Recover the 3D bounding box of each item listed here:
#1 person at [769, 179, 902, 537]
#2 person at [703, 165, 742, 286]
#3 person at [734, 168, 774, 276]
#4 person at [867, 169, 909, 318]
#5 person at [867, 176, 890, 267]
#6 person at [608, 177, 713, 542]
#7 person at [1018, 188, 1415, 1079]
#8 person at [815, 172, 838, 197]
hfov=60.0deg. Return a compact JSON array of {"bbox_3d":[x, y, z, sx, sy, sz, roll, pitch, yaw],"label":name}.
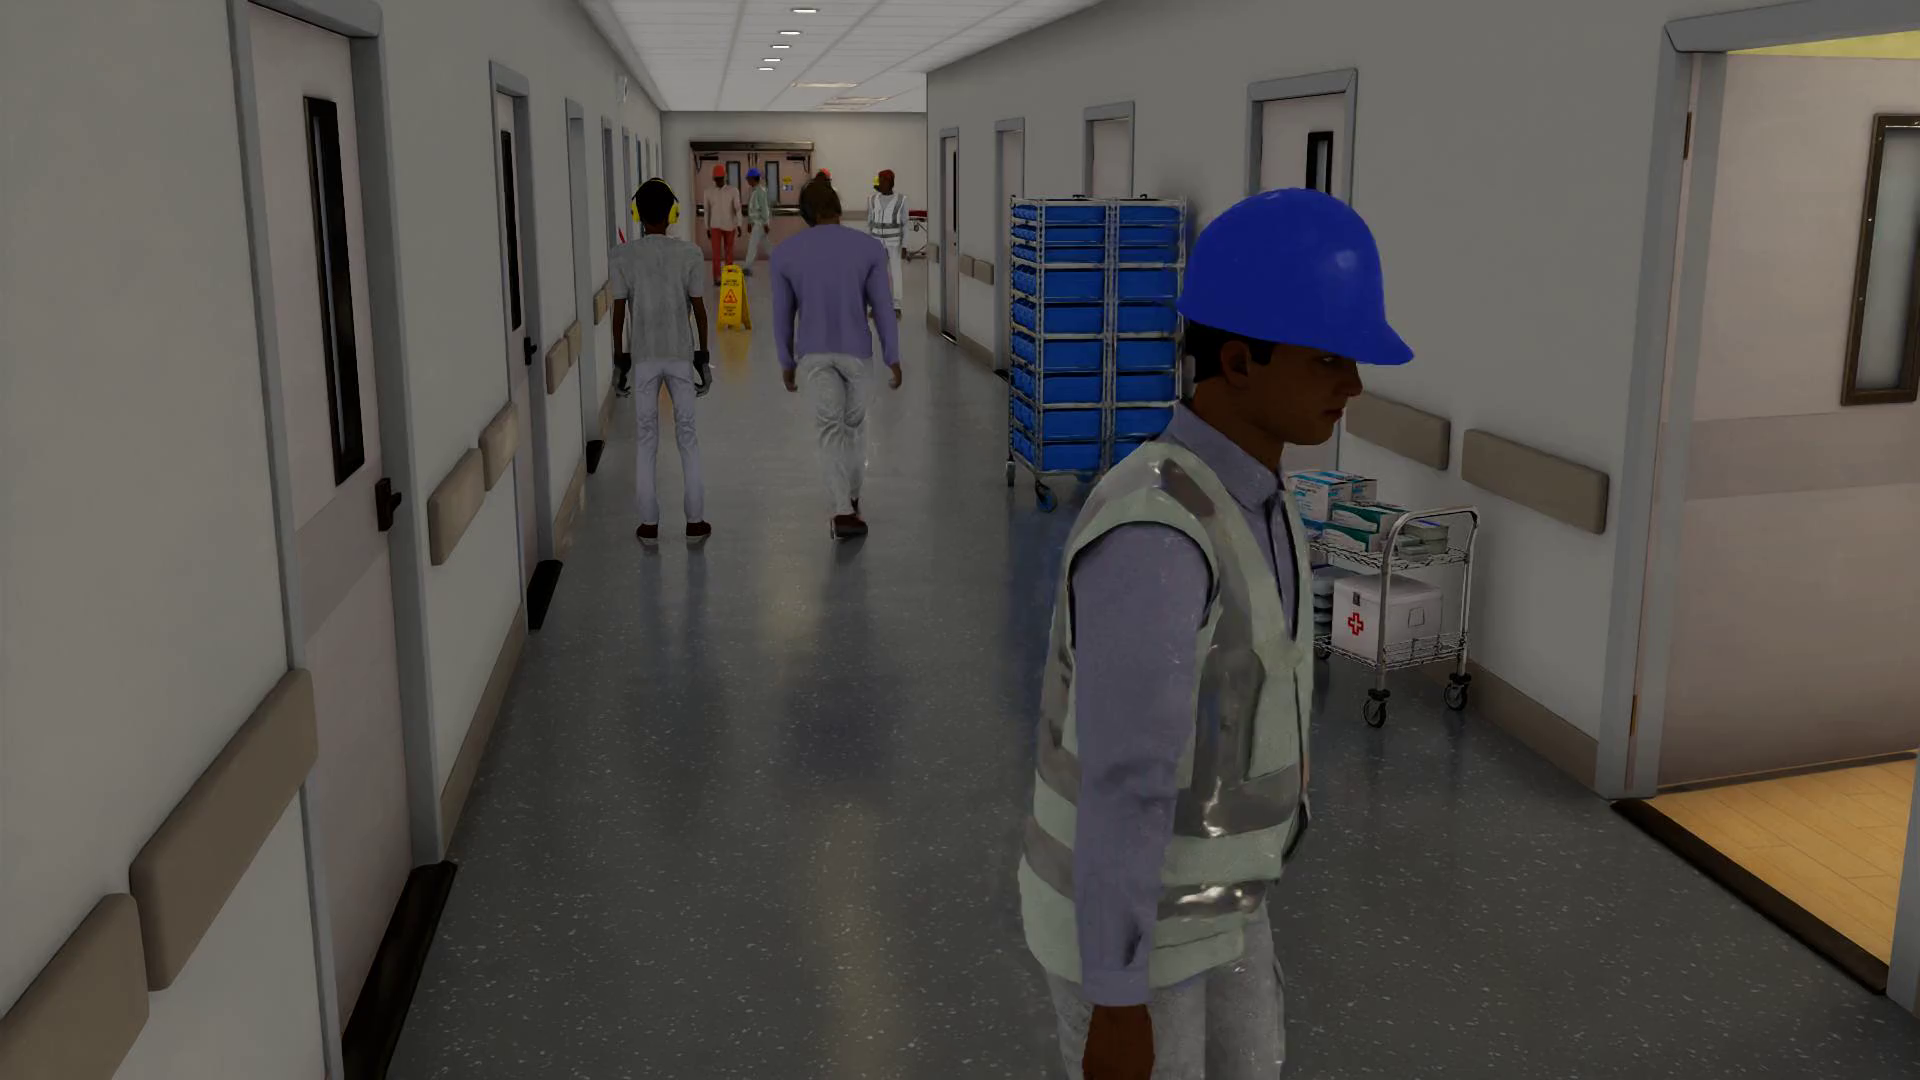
[{"bbox_3d":[-0.659,-0.976,8.894,0.692,1.866,1.047,-1,13,-5],"label":"person"},{"bbox_3d":[-3.862,-5.112,27.120,0.615,1.938,1.017,-2,13,-7],"label":"person"},{"bbox_3d":[-3.568,-5.652,29.600,0.961,1.895,0.617,-4,13,-19],"label":"person"},{"bbox_3d":[-0.936,-3.803,21.387,0.572,1.886,0.354,5,14,21],"label":"person"},{"bbox_3d":[-1.466,-5.901,31.003,0.534,1.747,0.486,2,13,10],"label":"person"},{"bbox_3d":[-1.547,-0.919,8.613,0.519,1.873,0.328,-2,13,-8],"label":"person"},{"bbox_3d":[0.221,0.479,2.312,0.723,1.912,0.629,7,14,28],"label":"person"},{"bbox_3d":[-2.124,-4.779,25.820,0.506,1.839,0.343,-1,13,-3],"label":"person"}]
